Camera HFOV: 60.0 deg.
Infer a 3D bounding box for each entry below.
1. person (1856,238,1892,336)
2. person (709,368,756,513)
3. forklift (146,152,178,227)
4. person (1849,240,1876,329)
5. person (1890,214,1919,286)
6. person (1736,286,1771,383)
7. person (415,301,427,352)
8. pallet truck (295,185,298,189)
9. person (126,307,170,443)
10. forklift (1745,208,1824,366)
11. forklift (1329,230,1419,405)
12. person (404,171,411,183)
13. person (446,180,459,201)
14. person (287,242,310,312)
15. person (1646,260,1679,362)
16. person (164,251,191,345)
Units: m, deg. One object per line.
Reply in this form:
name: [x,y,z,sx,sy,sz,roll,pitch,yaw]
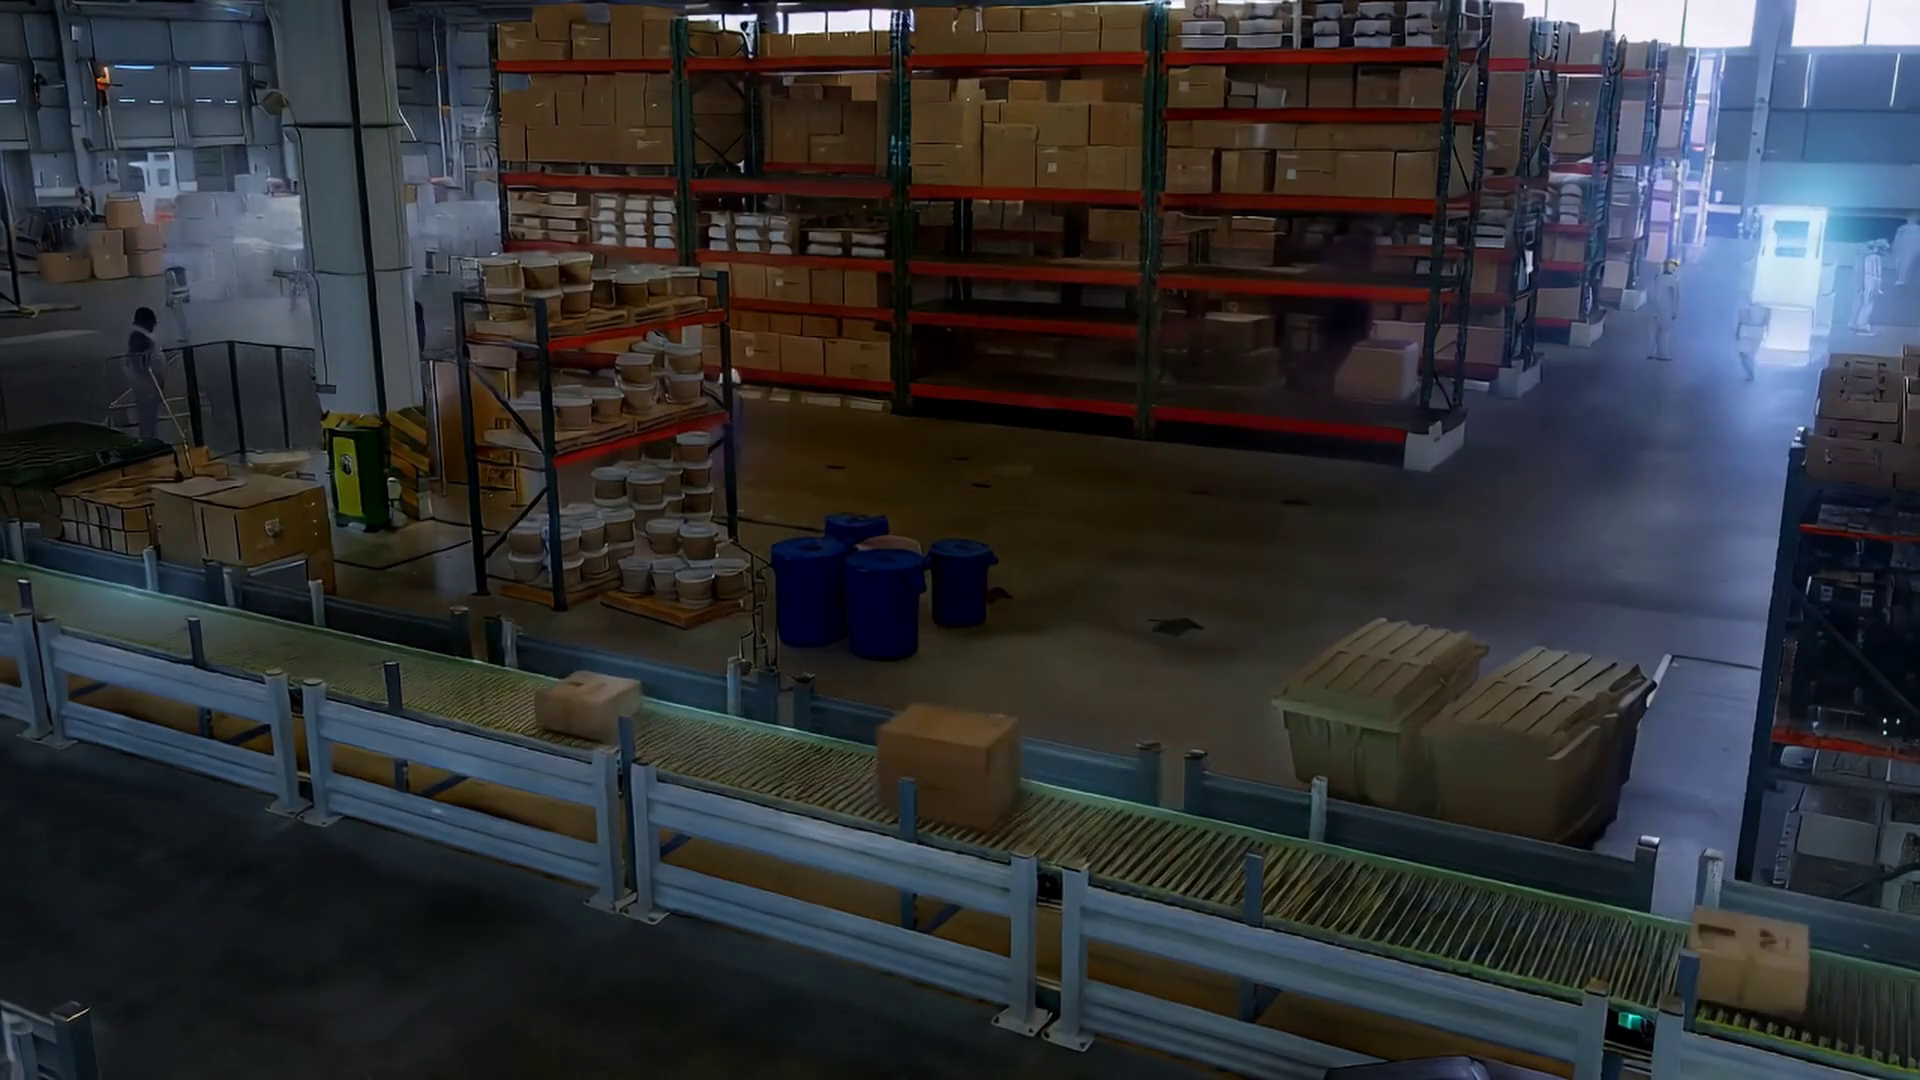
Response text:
person: [18.923,-5.228,34.391,0.425,2.034,0.606,14,20,42]
person: [-2.684,-1.165,19.640,0.390,1.753,0.526,10,18,33]
forklift: [-30.086,-13.242,62.882,1.873,2.768,1.129,8,17,28]
person: [19.295,-5.435,35.427,0.636,1.900,0.399,-14,20,-41]
person: [24.836,-7.610,43.642,0.715,1.863,0.736,-10,18,-32]
person: [13.628,-3.498,28.544,0.534,1.684,0.600,1,15,5]
person: [-9.076,-3.264,27.103,0.646,1.968,0.807,-10,18,-33]
pallet truck: [-26.804,-14.617,69.738,1.885,1.965,0.823,-14,20,-42]
person: [-11.337,-2.271,23.246,0.534,2.000,0.843,-5,16,-18]
forklift: [15.393,-4.759,30.990,1.129,2.768,1.873,8,17,27]
forklift: [6.156,-3.417,25.945,1.873,2.768,1.129,8,17,28]
person: [-23.237,-14.508,69.555,0.635,1.893,1.033,1,15,4]
person: [-18.342,-12.064,60.285,0.641,1.924,0.615,12,19,37]
person: [-15.151,-6.040,38.246,0.734,1.611,0.515,4,15,15]
person: [13.190,-4.288,31.107,0.400,1.901,0.645,-5,16,-18]
person: [-15.613,-4.809,33.112,0.494,1.865,0.617,2,15,9]
